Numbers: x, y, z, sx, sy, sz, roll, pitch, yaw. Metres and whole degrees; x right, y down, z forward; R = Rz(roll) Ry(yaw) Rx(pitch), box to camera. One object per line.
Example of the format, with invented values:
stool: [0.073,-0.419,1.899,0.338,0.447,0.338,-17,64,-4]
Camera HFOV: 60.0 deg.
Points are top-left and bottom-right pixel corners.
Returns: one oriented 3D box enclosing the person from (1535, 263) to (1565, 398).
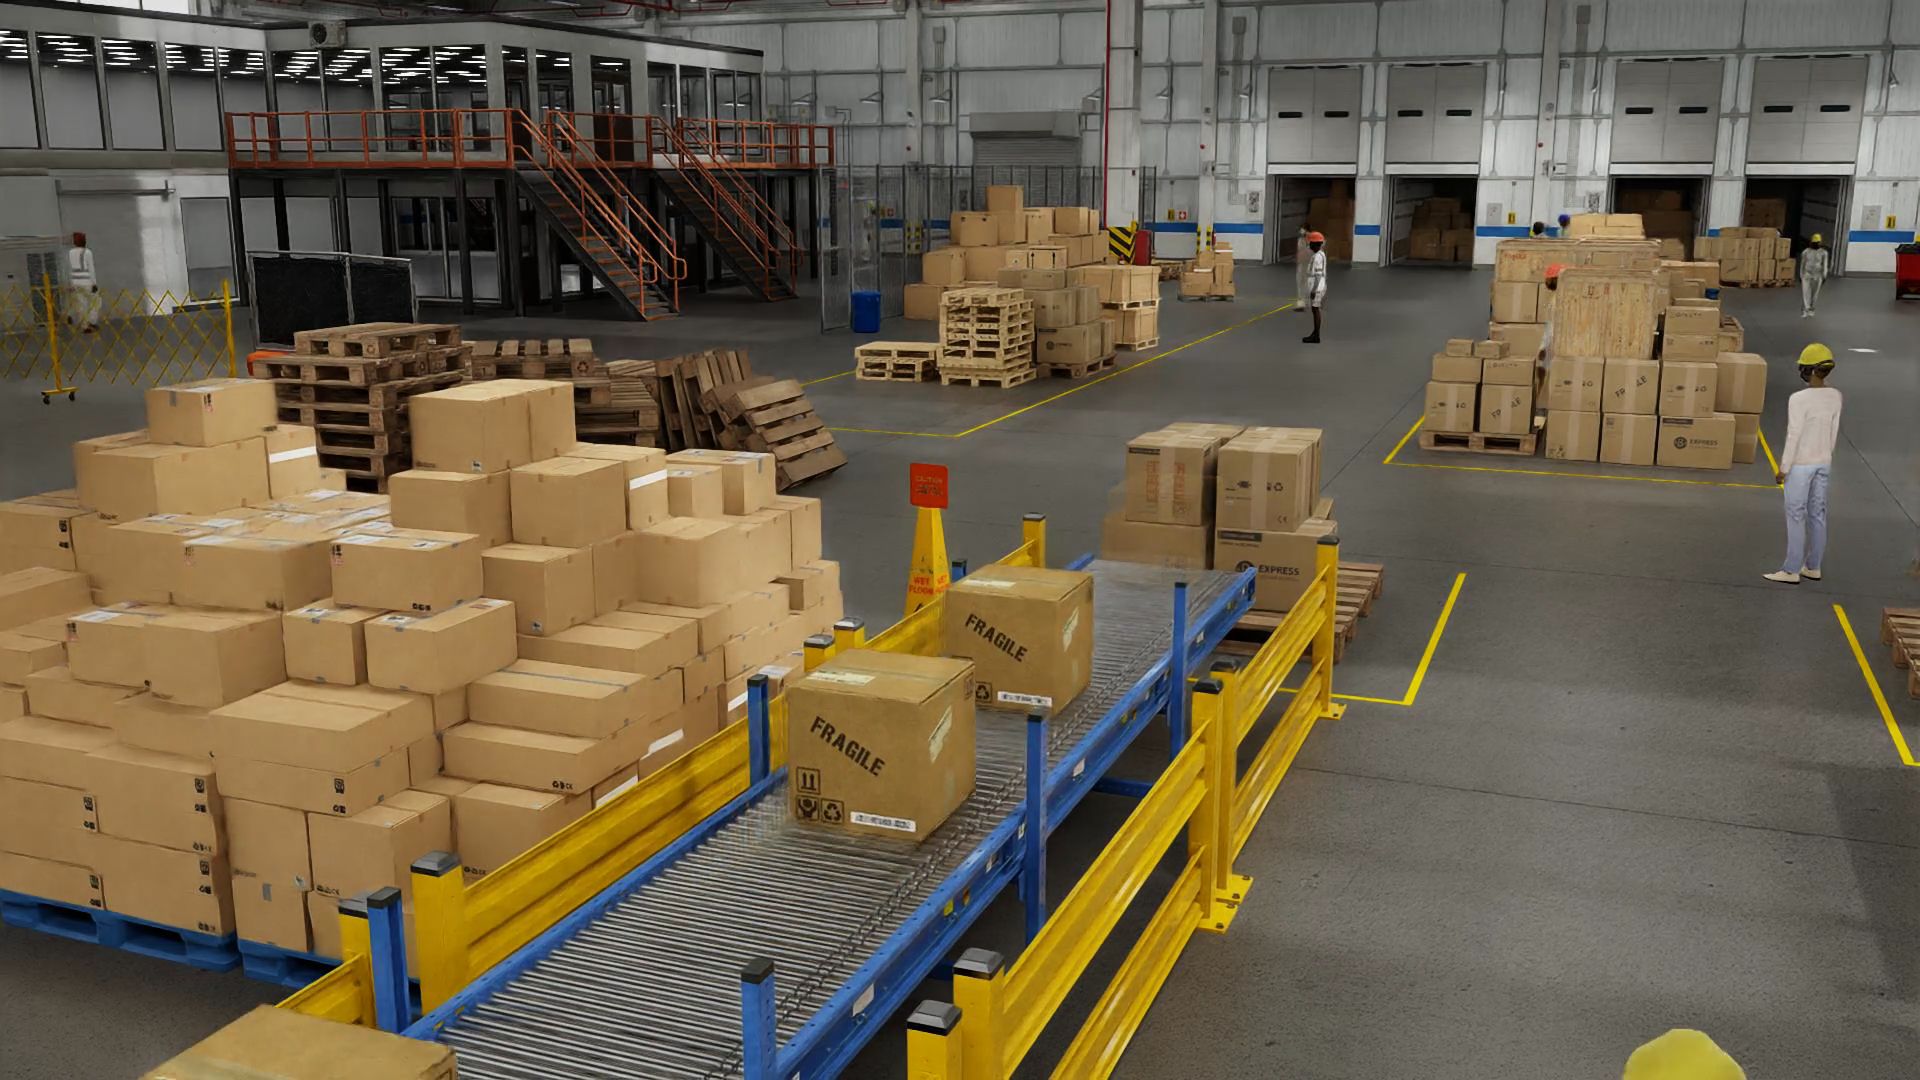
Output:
person: [7.021,-2.366,20.001,0.901,1.900,0.575,5,13,20]

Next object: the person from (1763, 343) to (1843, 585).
person: [6.198,-0.556,12.203,0.533,1.767,0.313,-6,14,-25]

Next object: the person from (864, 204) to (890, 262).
person: [-2.723,-10.011,54.332,0.945,1.880,0.617,2,13,10]

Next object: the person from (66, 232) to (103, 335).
person: [-16.136,-4.725,30.669,0.598,1.867,0.468,4,13,17]

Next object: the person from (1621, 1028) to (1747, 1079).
person: [1.085,1.611,2.596,0.522,1.727,0.914,6,14,25]

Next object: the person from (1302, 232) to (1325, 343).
person: [6.209,-4.419,29.142,0.356,1.938,0.545,3,13,11]

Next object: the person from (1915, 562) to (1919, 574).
person: [7.335,-0.548,11.804,0.607,1.944,1.056,-8,15,-32]

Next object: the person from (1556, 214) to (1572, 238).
person: [15.111,-7.197,41.695,0.979,1.890,0.632,-5,13,-20]

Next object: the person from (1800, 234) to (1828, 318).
person: [17.590,-5.453,34.297,0.497,1.709,0.867,7,14,28]

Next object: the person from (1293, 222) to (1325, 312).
person: [7.436,-5.815,35.440,0.625,1.922,0.646,-7,14,-28]

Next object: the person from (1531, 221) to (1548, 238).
person: [13.572,-6.568,39.037,0.699,1.826,0.636,0,13,-2]
